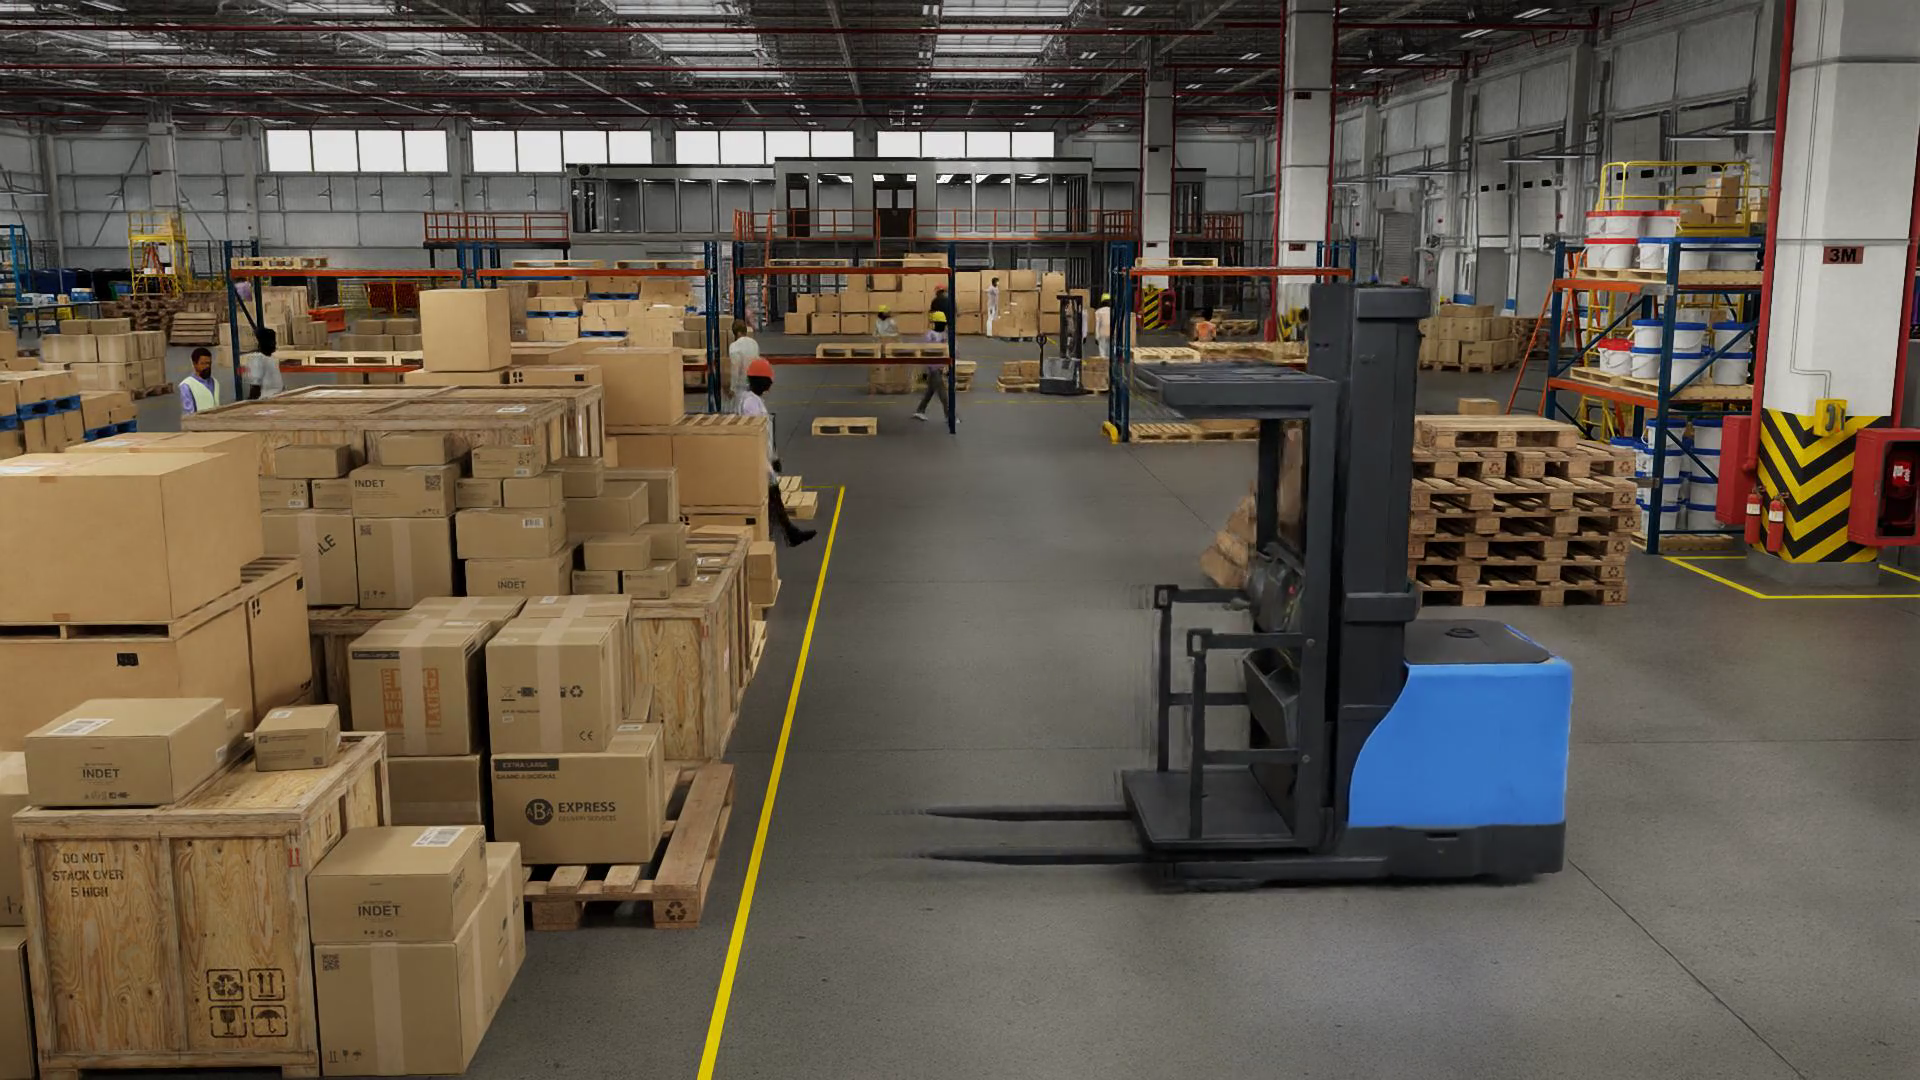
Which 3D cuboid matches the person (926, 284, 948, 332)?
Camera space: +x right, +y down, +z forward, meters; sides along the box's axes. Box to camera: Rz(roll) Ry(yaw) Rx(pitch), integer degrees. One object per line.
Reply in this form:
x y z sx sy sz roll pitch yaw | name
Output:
-0.570 -5.496 42.157 0.797 1.964 0.637 9 13 41 | person

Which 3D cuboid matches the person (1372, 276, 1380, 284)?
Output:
13.651 -7.711 54.674 0.993 1.893 0.645 -10 14 -44 | person

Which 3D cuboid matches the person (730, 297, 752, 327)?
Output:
-5.243 -4.983 39.909 0.527 1.747 0.616 -3 11 -16 | person

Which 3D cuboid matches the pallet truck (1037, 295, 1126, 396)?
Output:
2.483 -3.881 33.060 1.885 1.965 0.823 -7 13 -36 | pallet truck

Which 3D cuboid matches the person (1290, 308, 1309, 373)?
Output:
6.314 -3.322 30.424 0.575 1.830 0.496 7 12 33 | person

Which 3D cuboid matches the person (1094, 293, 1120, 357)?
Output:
3.335 -4.596 37.369 0.600 1.892 0.761 -2 10 -12 | person

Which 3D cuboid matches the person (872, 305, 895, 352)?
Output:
-1.630 -4.070 34.947 0.506 1.696 0.896 7 12 35 | person

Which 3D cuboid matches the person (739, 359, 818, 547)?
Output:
-1.920 -0.823 16.335 0.962 1.884 0.559 0 10 3 | person

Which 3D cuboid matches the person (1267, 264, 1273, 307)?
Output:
14.587 -11.889 77.679 0.377 1.995 0.608 9 14 41 | person

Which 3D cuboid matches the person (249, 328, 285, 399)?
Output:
-9.169 -1.840 21.999 0.969 1.935 0.612 0 10 -2 | person

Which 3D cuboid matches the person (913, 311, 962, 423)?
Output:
-0.408 -2.919 28.041 0.974 1.885 0.603 5 12 28 | person

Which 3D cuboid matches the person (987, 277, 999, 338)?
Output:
1.053 -7.309 52.363 0.379 1.931 0.625 4 11 21 | person

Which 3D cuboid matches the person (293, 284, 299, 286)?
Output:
-18.340 -6.155 46.084 0.538 1.869 0.312 -5 11 -24 | person

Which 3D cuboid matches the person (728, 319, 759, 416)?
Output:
-3.120 -2.206 23.909 0.370 1.934 0.627 5 11 24 | person

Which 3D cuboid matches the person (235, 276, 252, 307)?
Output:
-23.955 -7.944 55.614 0.633 2.025 0.611 4 11 21 | person

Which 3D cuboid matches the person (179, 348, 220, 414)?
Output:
-8.067 -1.094 17.755 0.376 1.916 0.600 1 10 6 | person

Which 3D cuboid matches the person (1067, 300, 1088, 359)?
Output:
2.629 -4.703 38.254 0.629 1.795 0.993 1 10 3 | person

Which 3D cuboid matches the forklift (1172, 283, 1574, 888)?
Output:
1.924 0.162 8.077 1.873 2.768 1.129 0 10 -2 | forklift

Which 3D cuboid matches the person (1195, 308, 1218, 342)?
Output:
5.040 -3.937 34.239 0.547 1.682 0.486 10 14 43 | person

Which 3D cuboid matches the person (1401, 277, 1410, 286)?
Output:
13.823 -7.224 51.872 0.384 1.930 0.547 -7 12 -35 | person
